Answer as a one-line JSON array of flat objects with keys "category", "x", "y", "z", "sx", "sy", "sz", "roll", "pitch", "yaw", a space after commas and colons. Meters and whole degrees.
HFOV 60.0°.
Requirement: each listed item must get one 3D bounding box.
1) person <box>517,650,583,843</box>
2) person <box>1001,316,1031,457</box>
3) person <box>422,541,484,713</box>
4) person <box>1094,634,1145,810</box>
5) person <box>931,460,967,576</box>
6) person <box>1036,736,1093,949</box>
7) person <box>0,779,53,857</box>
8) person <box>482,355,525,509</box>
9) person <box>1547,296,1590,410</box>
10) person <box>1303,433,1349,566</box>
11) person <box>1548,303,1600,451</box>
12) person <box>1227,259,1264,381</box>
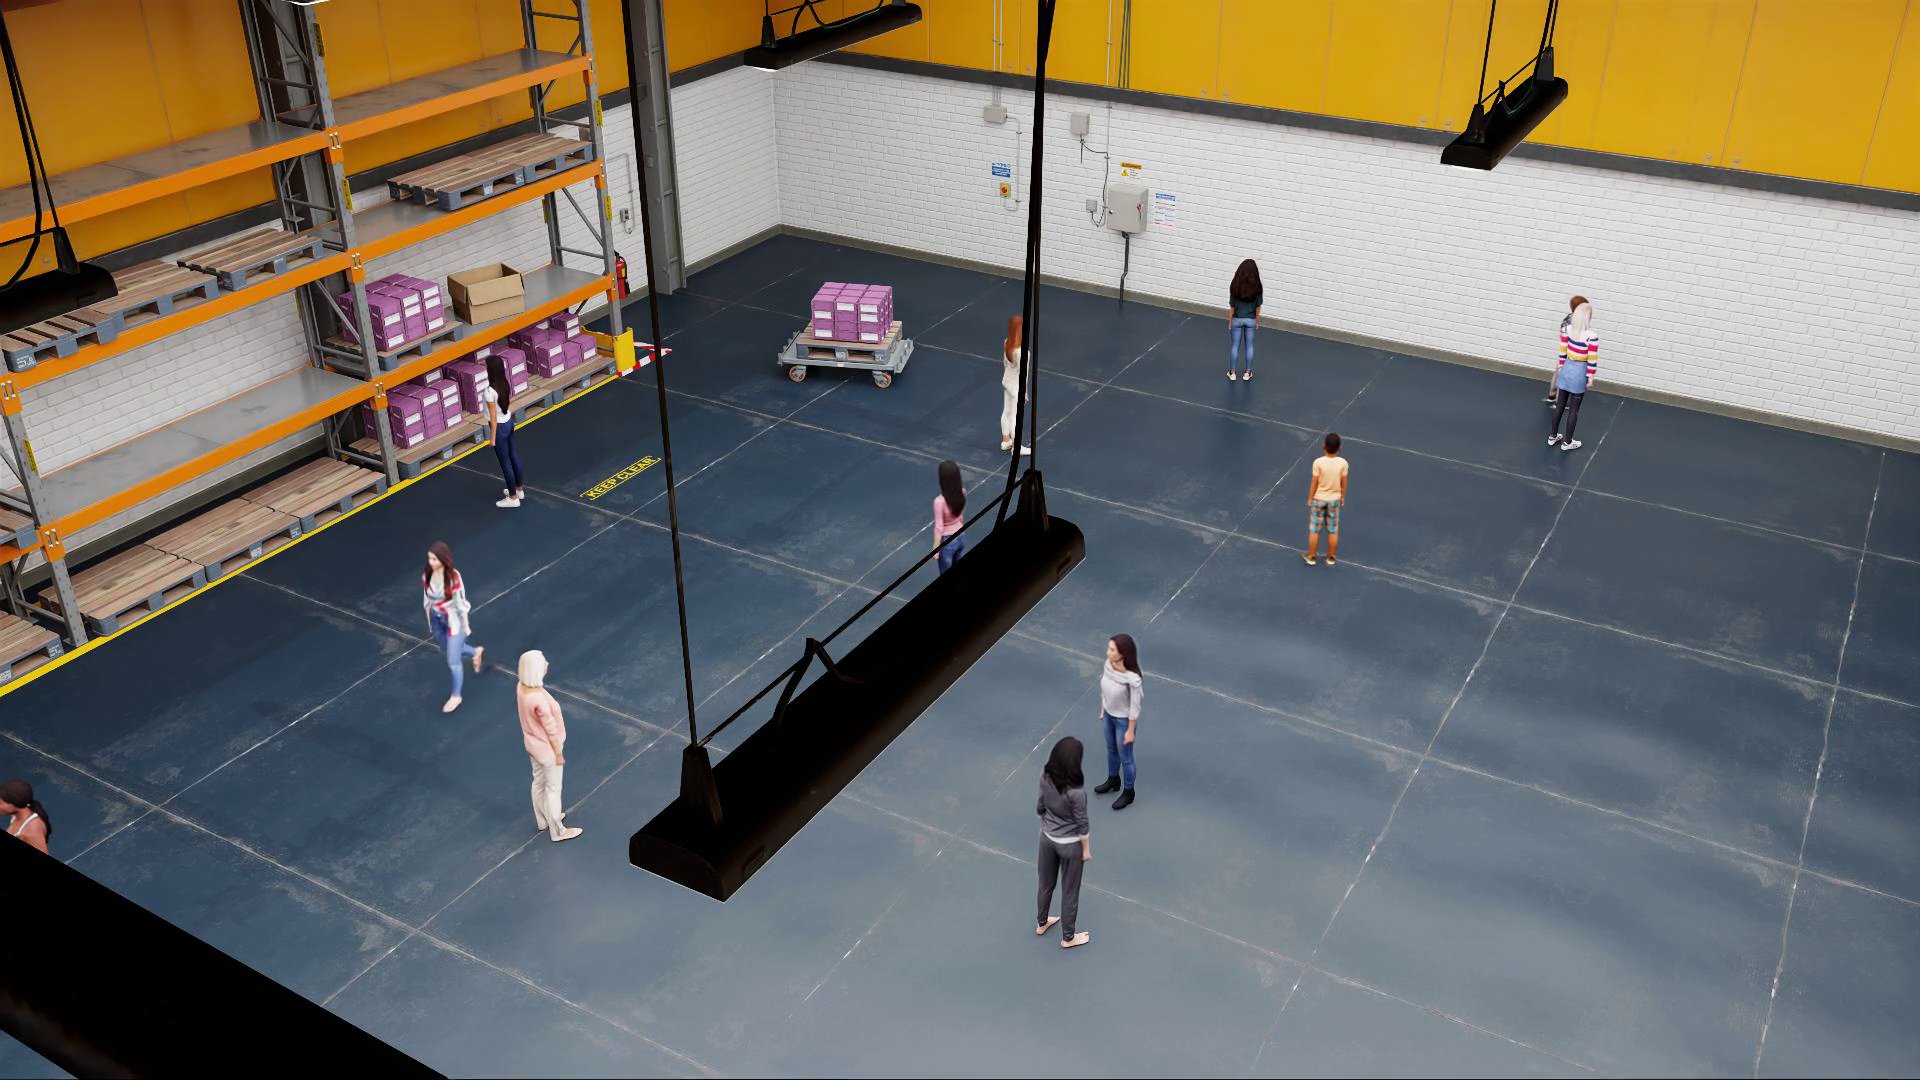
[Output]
[{"category": "person", "x": -3.308, "y": 1.618, "z": 13.185, "sx": 0.632, "sy": 1.725, "sz": 0.663, "roll": -23, "pitch": 36, "yaw": -35}, {"category": "person", "x": 0.632, "y": -1.814, "z": 19.488, "sx": 0.723, "sy": 1.713, "sz": 0.687, "roll": -12, "pitch": 31, "yaw": -21}, {"category": "person", "x": -4.554, "y": 0.709, "z": 14.988, "sx": 0.712, "sy": 1.594, "sz": 1.021, "roll": 10, "pitch": 30, "yaw": 17}, {"category": "person", "x": 1.312, "y": 1.459, "z": 13.574, "sx": 0.684, "sy": 1.631, "sz": 0.682, "roll": -15, "pitch": 32, "yaw": -25}, {"category": "person", "x": -0.096, "y": 0.019, "z": 16.099, "sx": 0.668, "sy": 1.742, "sz": 0.500, "roll": 22, "pitch": 36, "yaw": 35}, {"category": "person", "x": 0.741, "y": 2.188, "z": 12.100, "sx": 0.642, "sy": 1.764, "sz": 0.581, "roll": 24, "pitch": 36, "yaw": 36}, {"category": "person", "x": -6.436, "y": 2.399, "z": 11.720, "sx": 0.605, "sy": 1.755, "sz": 0.616, "roll": -24, "pitch": 37, "yaw": -37}, {"category": "person", "x": -5.027, "y": -1.209, "z": 18.315, "sx": 0.713, "sy": 1.775, "sz": 0.573, "roll": 5, "pitch": 29, "yaw": 8}, {"category": "person", "x": 7.594, "y": -2.367, "z": 20.783, "sx": 0.646, "sy": 1.444, "sz": 0.549, "roll": -1, "pitch": 29, "yaw": -2}, {"category": "person", "x": 3.792, "y": -0.425, "z": 17.206, "sx": 0.600, "sy": 1.461, "sz": 0.615, "roll": 0, "pitch": 29, "yaw": 0}, {"category": "person", "x": 7.245, "y": -1.947, "z": 19.631, "sx": 0.679, "sy": 1.809, "sz": 0.723, "roll": -19, "pitch": 34, "yaw": -31}, {"category": "person", "x": 3.671, "y": -2.848, "z": 21.484, "sx": 0.691, "sy": 1.617, "sz": 0.715, "roll": 3, "pitch": 29, "yaw": 5}]
